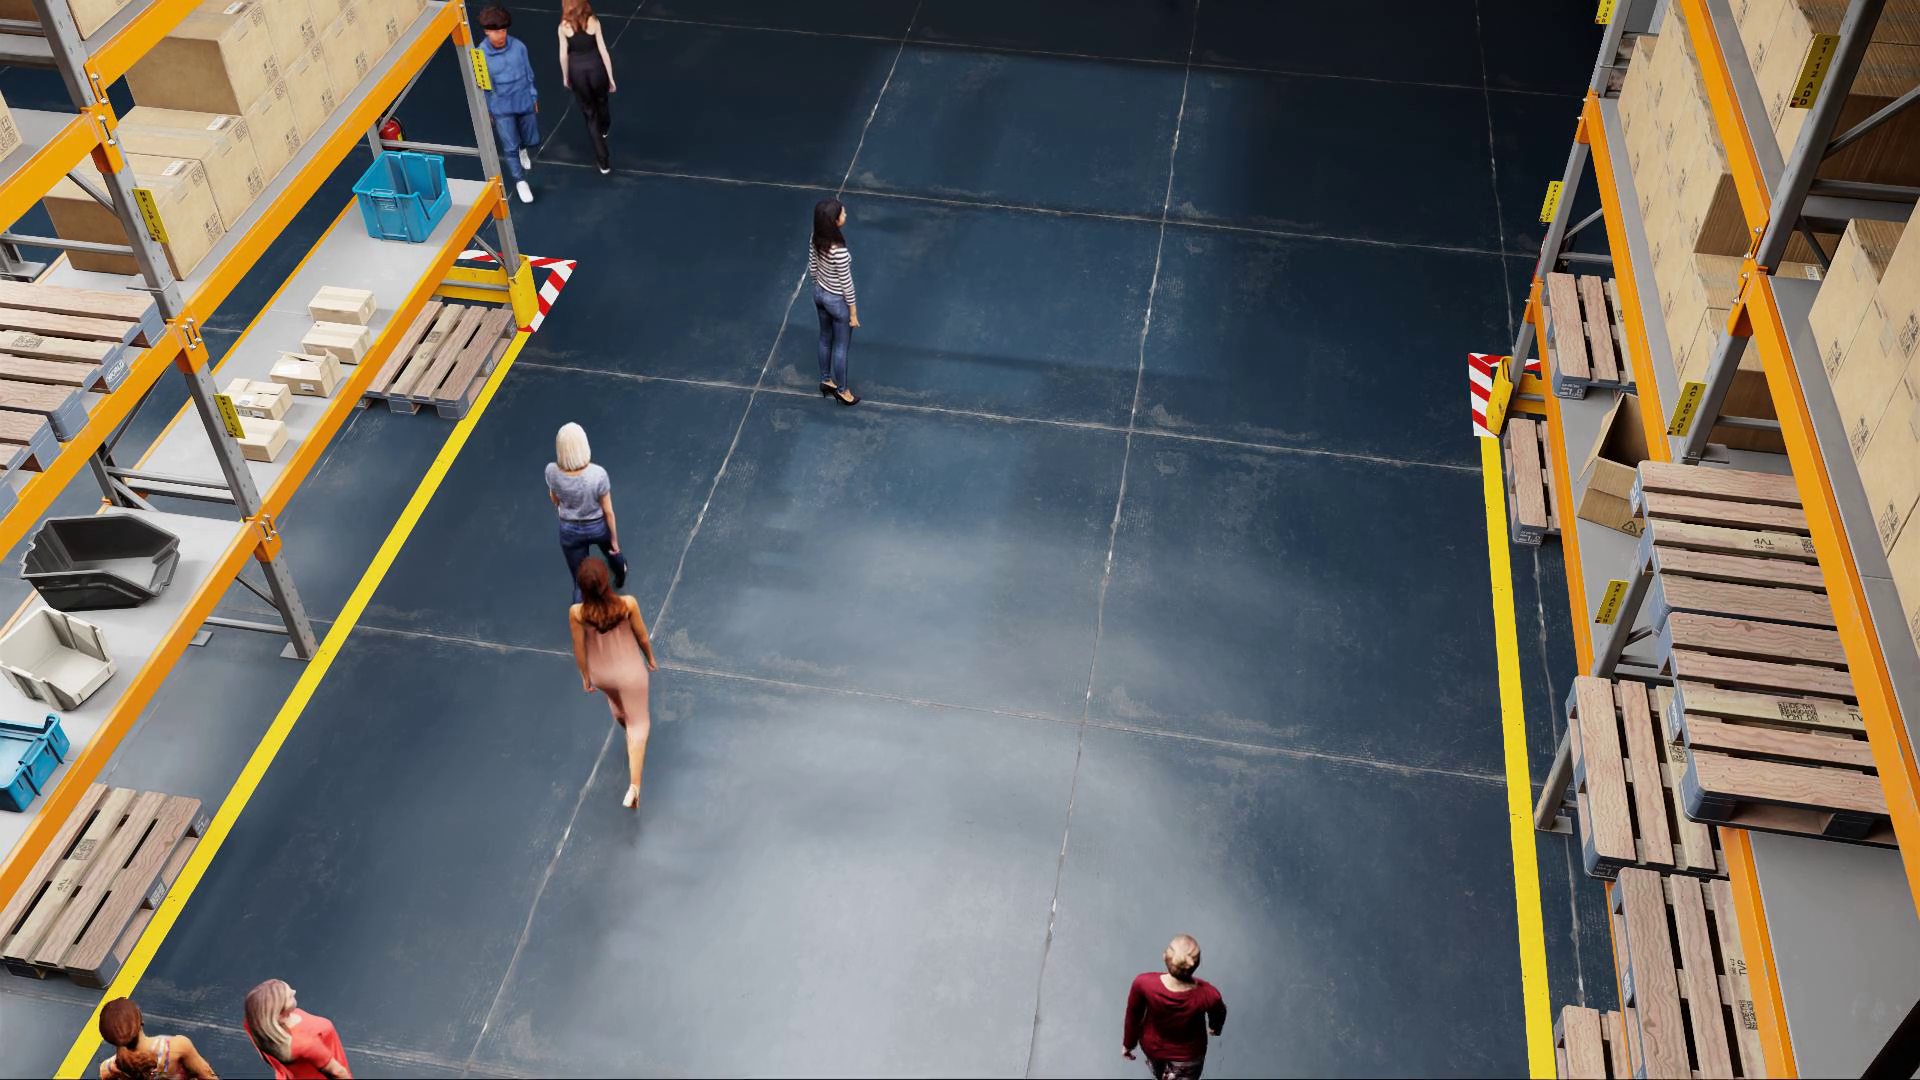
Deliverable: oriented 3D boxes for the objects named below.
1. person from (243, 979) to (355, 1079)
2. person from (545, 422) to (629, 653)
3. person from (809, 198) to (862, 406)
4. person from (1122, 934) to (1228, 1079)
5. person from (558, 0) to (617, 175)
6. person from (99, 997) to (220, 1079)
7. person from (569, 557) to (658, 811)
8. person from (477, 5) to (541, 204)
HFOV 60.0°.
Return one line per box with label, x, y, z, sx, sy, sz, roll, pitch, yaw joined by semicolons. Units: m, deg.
person;-3.114;2.648;8.020;0.631;1.695;0.593;15;46;15
person;-2.451;0.003;10.809;0.735;1.677;1.189;0;44;0
person;-0.956;-1.794;12.609;0.705;1.795;0.666;-30;51;-28
person;1.034;2.539;8.164;0.723;1.654;1.122;12;45;13
person;-3.380;-4.162;15.165;0.947;1.699;1.167;-12;45;-12
person;-3.648;2.776;7.827;0.872;1.775;1.055;-14;45;-14
person;-2.021;0.849;9.827;0.759;1.806;1.133;-3;44;-3
person;-4.042;-3.943;14.870;0.955;1.788;1.029;-20;47;-20
